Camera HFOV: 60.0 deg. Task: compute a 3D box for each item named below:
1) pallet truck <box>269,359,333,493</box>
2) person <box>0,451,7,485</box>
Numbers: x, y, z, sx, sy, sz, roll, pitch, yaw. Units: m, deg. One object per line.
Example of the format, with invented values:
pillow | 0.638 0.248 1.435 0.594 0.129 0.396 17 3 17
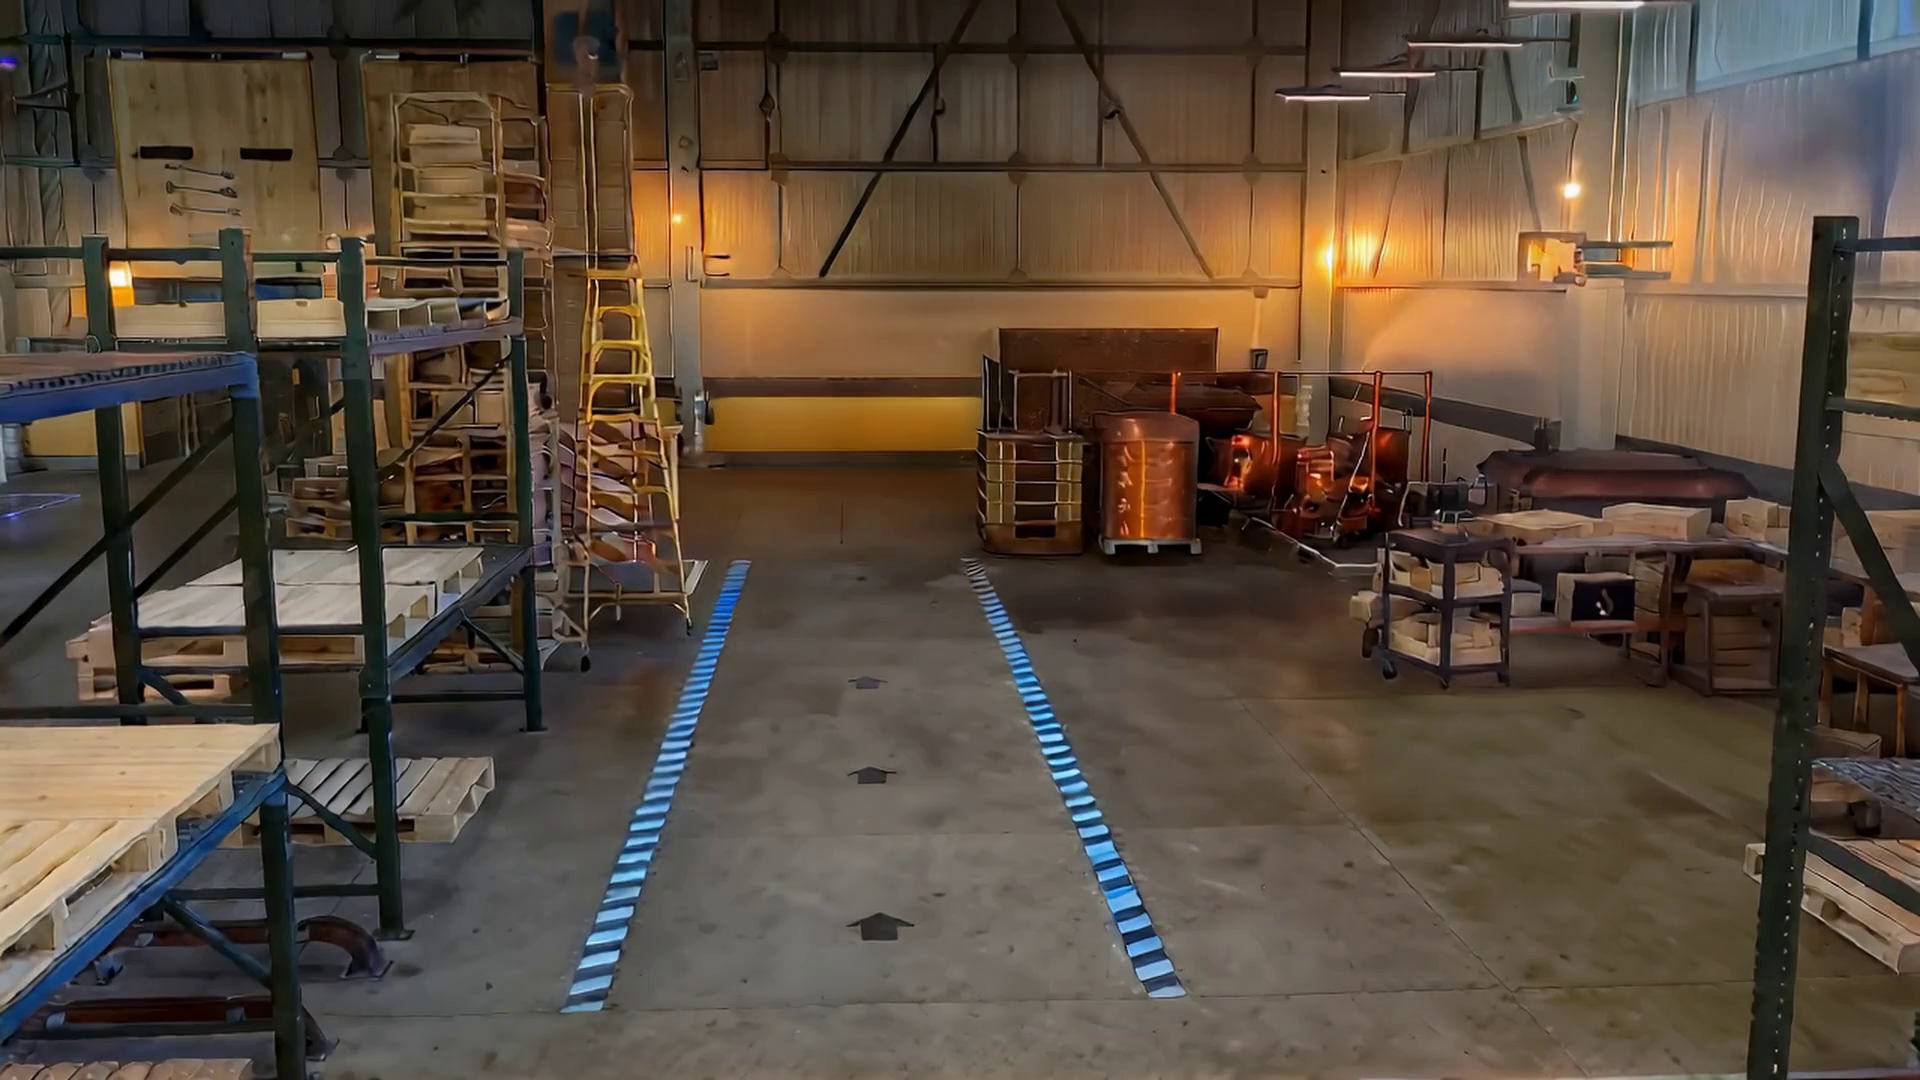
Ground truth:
pallet truck | -7.062 -1.131 18.996 1.885 1.965 0.823 2 9 13
person | -13.392 -1.683 22.703 0.542 1.929 0.395 2 9 12
